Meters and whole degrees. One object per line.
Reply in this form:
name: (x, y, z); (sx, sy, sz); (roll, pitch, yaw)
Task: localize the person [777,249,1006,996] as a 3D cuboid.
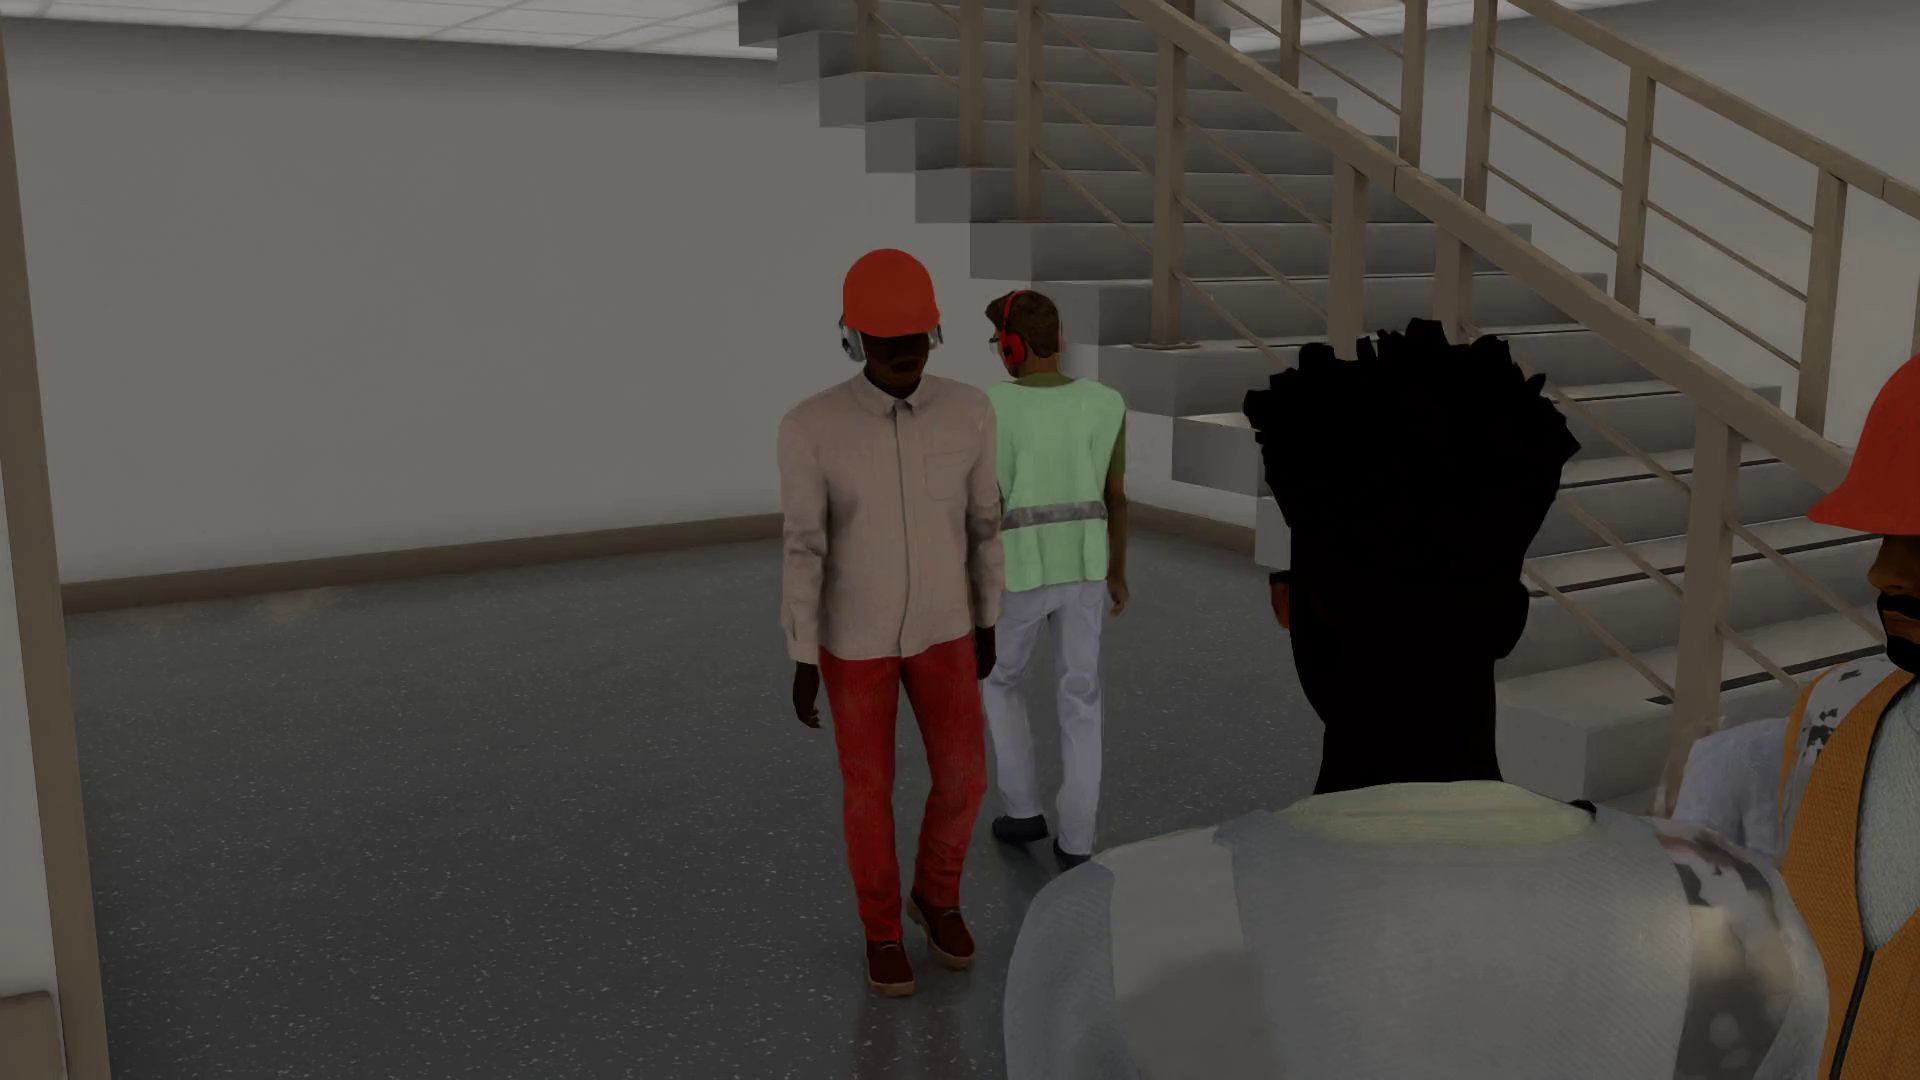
person: (-0.152, 0.247, 4.259); (0.623, 1.960, 0.519); (-4, 11, -20)

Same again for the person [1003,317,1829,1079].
person: (0.320, 0.811, 1.315); (0.609, 1.955, 0.385); (-1, 11, -7)

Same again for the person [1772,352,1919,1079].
person: (0.930, 0.759, 1.622); (0.362, 1.939, 0.543); (-4, 11, -18)

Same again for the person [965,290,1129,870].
person: (0.266, 0.129, 5.261); (0.639, 1.811, 0.613); (-3, 11, -15)
